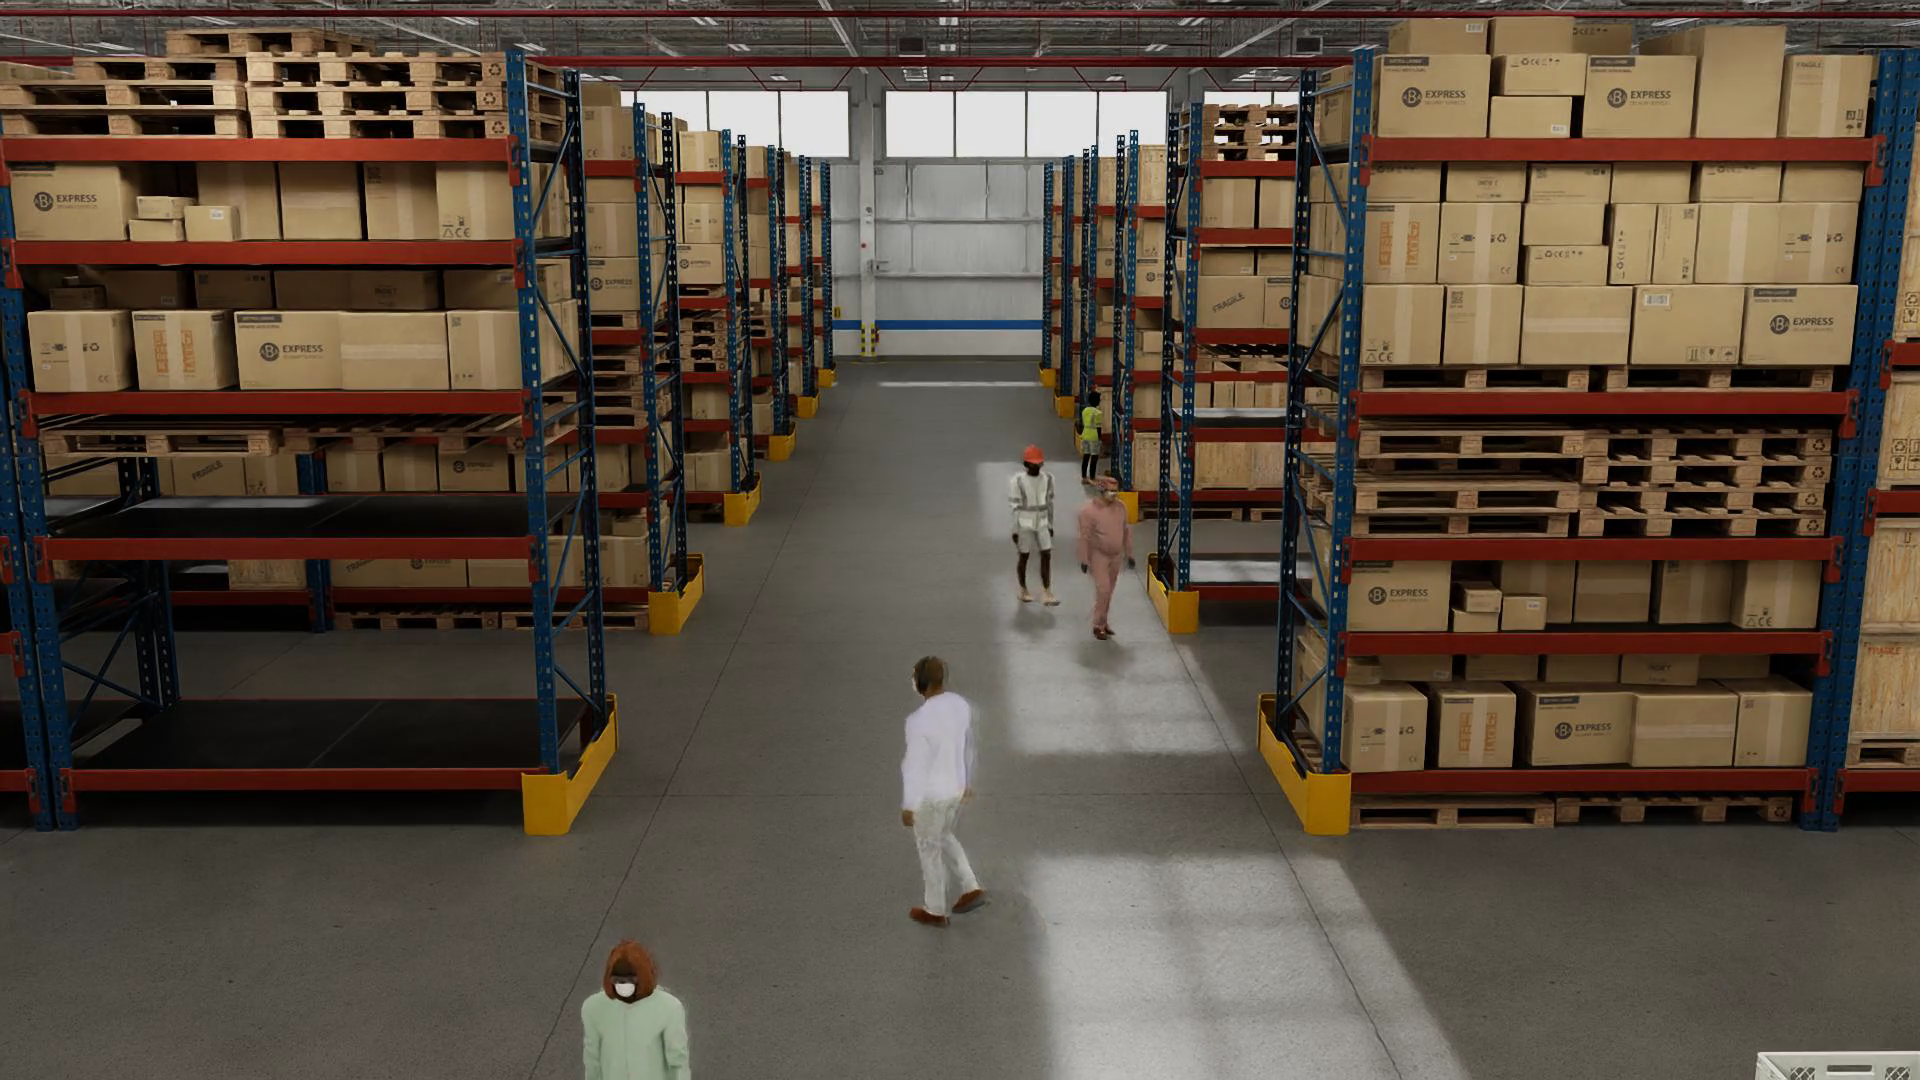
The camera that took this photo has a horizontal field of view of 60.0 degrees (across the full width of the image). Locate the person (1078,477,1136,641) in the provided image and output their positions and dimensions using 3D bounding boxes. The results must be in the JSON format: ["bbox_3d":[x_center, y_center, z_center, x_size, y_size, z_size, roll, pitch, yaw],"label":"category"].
[{"bbox_3d":[1.726,0.208,19.185,0.636,1.876,0.640,-8,14,-35],"label":"person"}]

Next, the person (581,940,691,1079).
[{"bbox_3d":[-1.520,2.634,7.862,0.512,1.589,0.841,0,11,-1],"label":"person"}]

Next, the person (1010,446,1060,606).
[{"bbox_3d":[0.950,-0.154,20.639,0.631,2.003,0.946,-4,12,-19],"label":"person"}]

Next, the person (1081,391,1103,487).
[{"bbox_3d":[2.352,-1.798,29.578,0.319,1.691,0.536,-7,13,-30],"label":"person"}]

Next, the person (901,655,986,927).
[{"bbox_3d":[-0.126,1.742,11.456,0.484,1.918,0.663,8,14,33],"label":"person"}]

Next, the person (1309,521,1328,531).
[{"bbox_3d":[5.709,-0.921,24.974,0.903,1.787,0.621,1,11,3],"label":"person"}]
